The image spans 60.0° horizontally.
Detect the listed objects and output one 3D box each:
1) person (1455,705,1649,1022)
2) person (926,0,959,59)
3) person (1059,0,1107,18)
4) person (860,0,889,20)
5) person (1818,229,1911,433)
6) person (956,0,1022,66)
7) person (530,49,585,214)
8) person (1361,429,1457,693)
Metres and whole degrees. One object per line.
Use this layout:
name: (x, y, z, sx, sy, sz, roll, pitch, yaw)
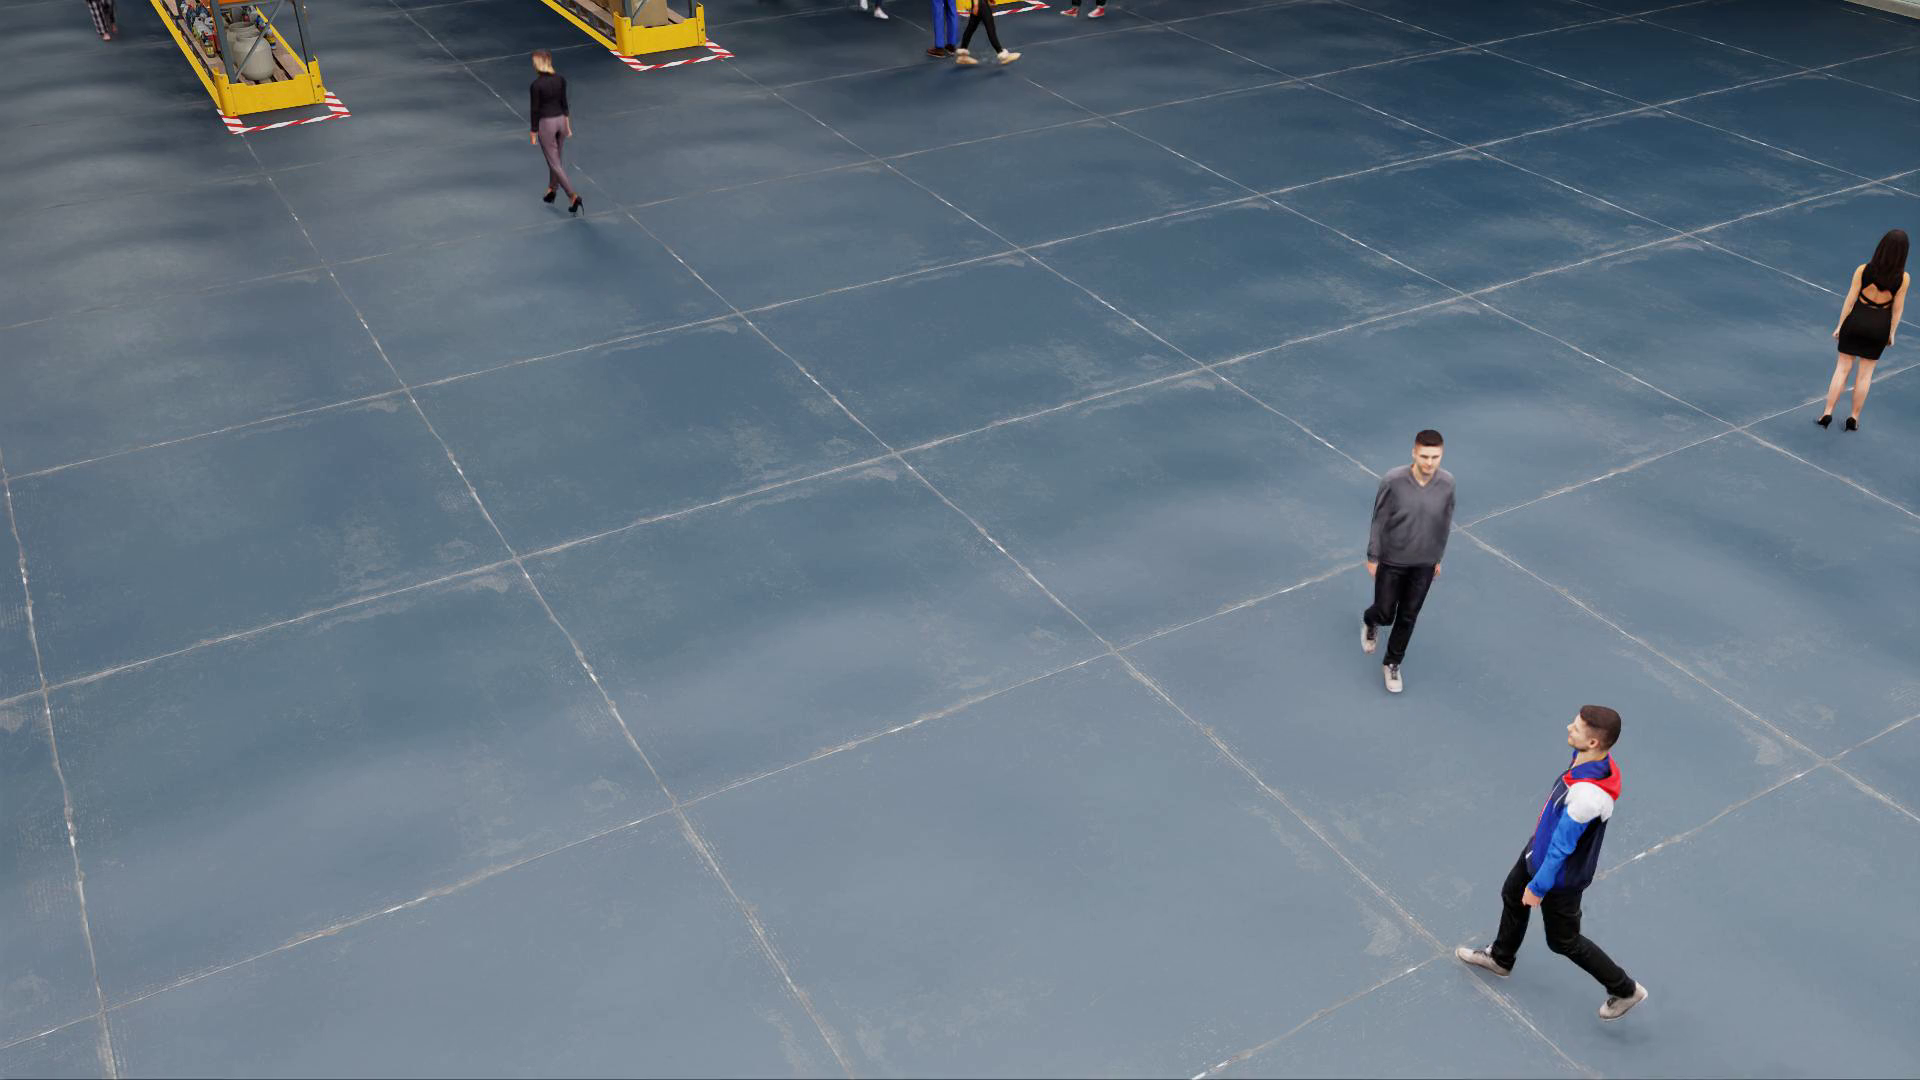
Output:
person: (2.891, 1.540, 7.755, 1.186, 1.728, 1.070, 11, 34, 17)
person: (-0.231, -7.219, 21.512, 0.716, 1.863, 0.639, -22, 38, -30)
person: (1.911, -8.148, 23.101, 0.855, 1.740, 0.928, -22, 38, -31)
person: (-1.223, -8.180, 23.126, 0.711, 1.768, 0.861, -25, 40, -33)
person: (6.970, -1.600, 12.807, 0.592, 1.648, 0.705, 17, 36, 25)
person: (0.179, -6.819, 21.100, 1.051, 1.626, 1.103, 2, 32, 3)
person: (-4.054, -4.072, 16.731, 0.985, 1.643, 0.843, 19, 37, 27)
person: (2.691, 0.067, 10.070, 0.826, 1.749, 0.923, 0, 32, 0)
